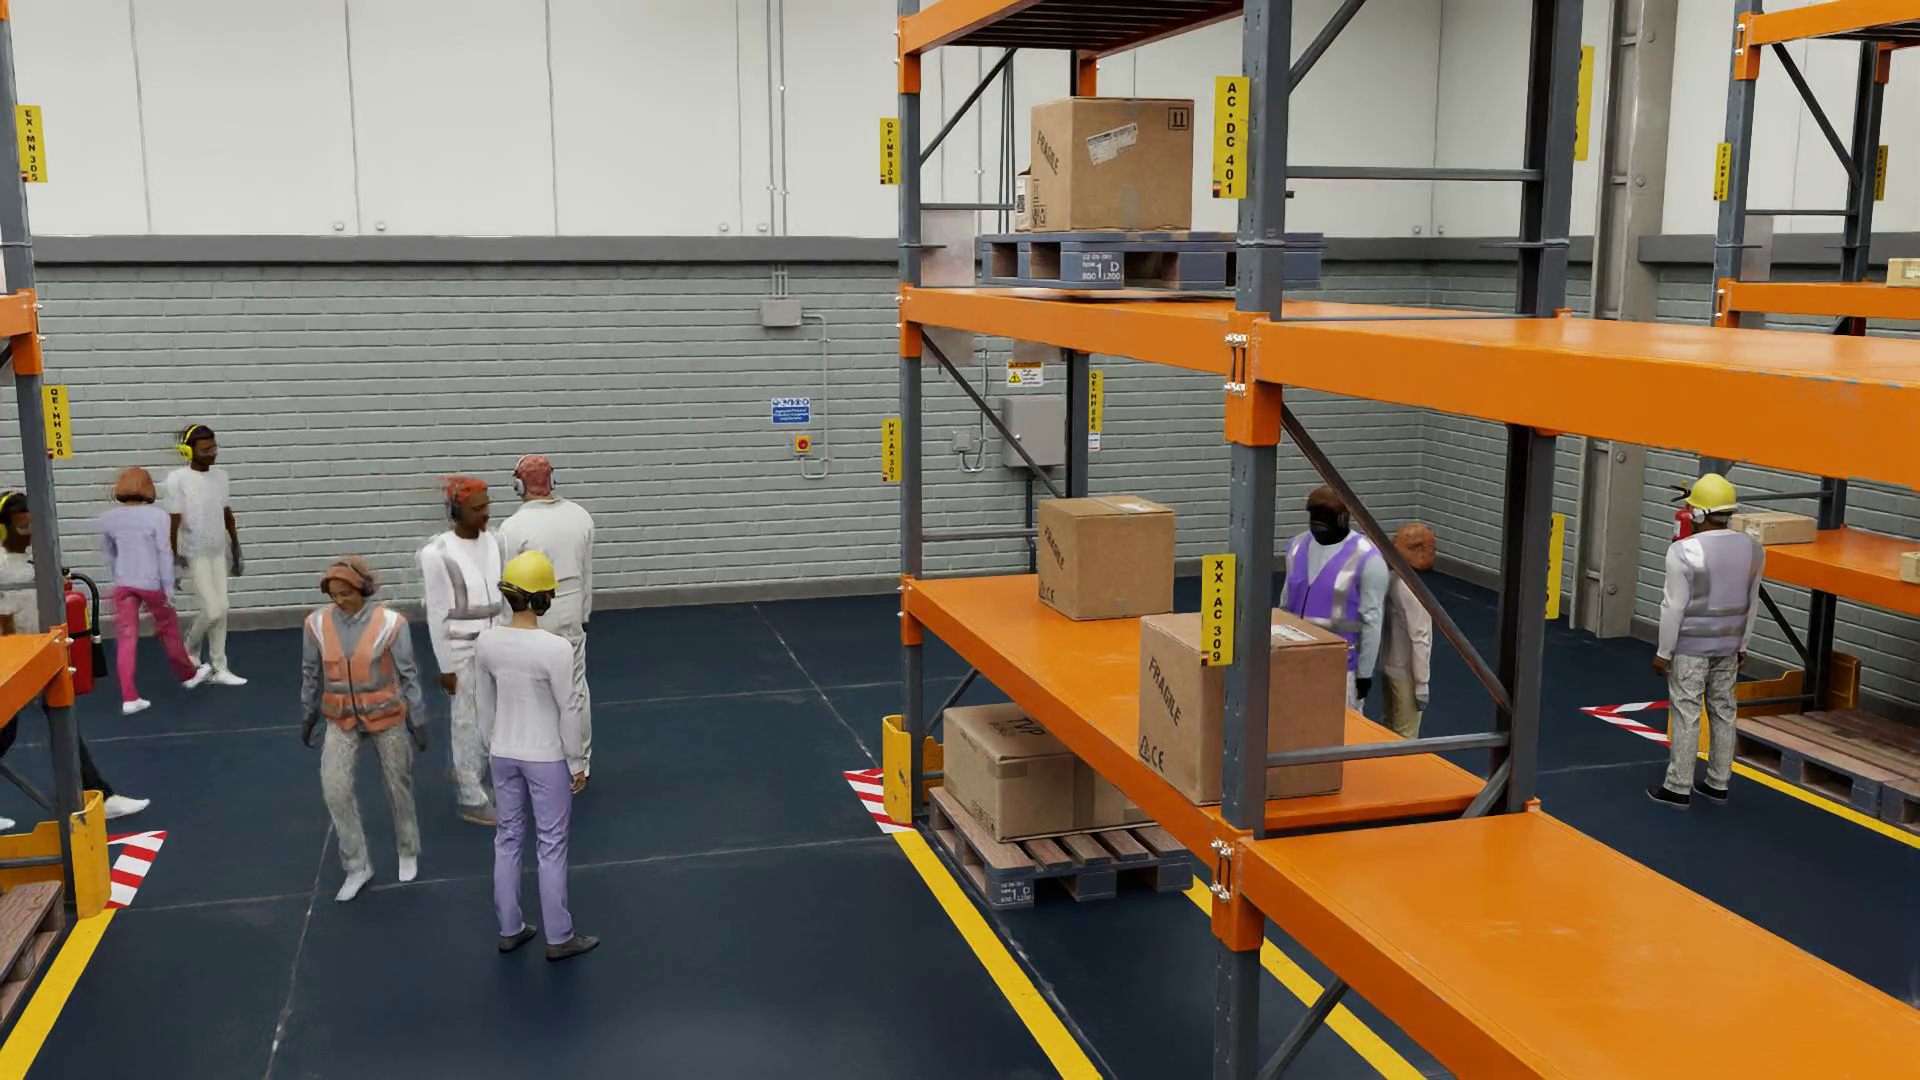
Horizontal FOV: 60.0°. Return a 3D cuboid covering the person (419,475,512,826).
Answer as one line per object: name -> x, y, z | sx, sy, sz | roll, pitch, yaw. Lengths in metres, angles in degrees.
person -> -2.546, 0.584, 8.730 | 0.411, 1.870, 0.585 | 5, 11, 29

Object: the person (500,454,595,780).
person -> -2.337, 0.466, 9.316 | 0.405, 1.903, 0.636 | 7, 12, 34

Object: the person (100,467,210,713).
person -> -5.398, 0.302, 11.096 | 0.509, 1.589, 0.840 | 1, 10, 4

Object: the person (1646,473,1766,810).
person -> 4.020, 0.551, 9.012 | 0.590, 1.837, 0.403 | -3, 10, -16

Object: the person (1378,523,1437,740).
person -> 2.316, 0.718, 8.639 | 0.270, 1.631, 0.508 | -1, 10, -5

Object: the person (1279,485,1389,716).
person -> 1.904, 0.619, 8.648 | 0.430, 1.835, 0.628 | -8, 13, -38

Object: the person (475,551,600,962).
person -> -1.817, 0.921, 7.109 | 0.528, 1.768, 0.313 | 4, 11, 24

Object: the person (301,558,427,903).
person -> -2.801, 0.874, 7.798 | 0.628, 1.606, 0.650 | 0, 10, 1

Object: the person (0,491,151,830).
person -> -4.827, 0.637, 8.606 | 0.960, 1.811, 0.550 | -2, 10, -11

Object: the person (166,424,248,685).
person -> -5.164, 0.121, 11.428 | 0.431, 1.849, 0.642 | 4, 11, 20
